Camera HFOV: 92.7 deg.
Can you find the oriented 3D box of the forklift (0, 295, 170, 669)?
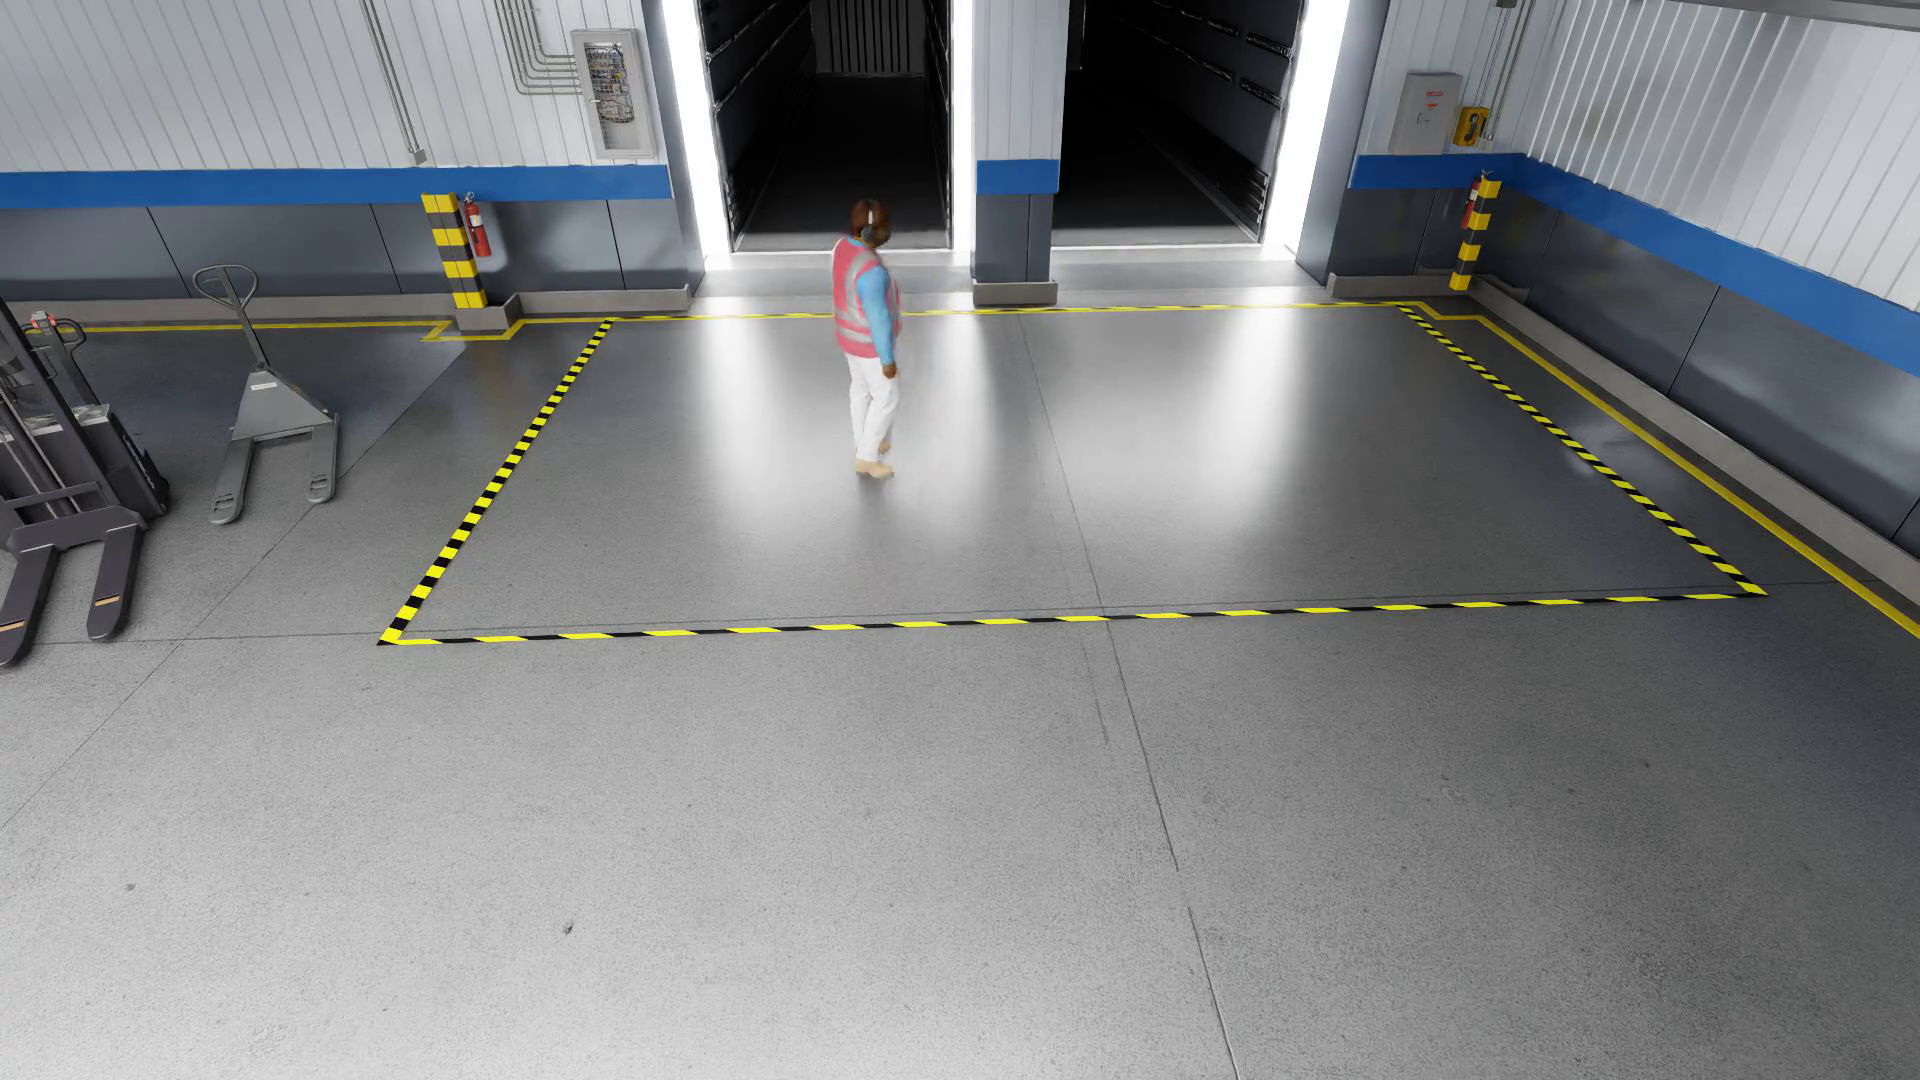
[{"bbox_3d":[-5.212,-0.618,4.878,0.823,1.965,1.885,-20,39,-26],"label":"forklift"}]

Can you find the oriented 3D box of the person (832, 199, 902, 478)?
[{"bbox_3d":[-0.588,-1.287,5.988,0.433,1.831,0.660,-15,38,-21],"label":"person"}]

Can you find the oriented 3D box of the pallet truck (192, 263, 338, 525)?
[{"bbox_3d":[-4.778,-1.027,6.128,0.680,1.201,1.601,-17,38,-23],"label":"pallet truck"}]
